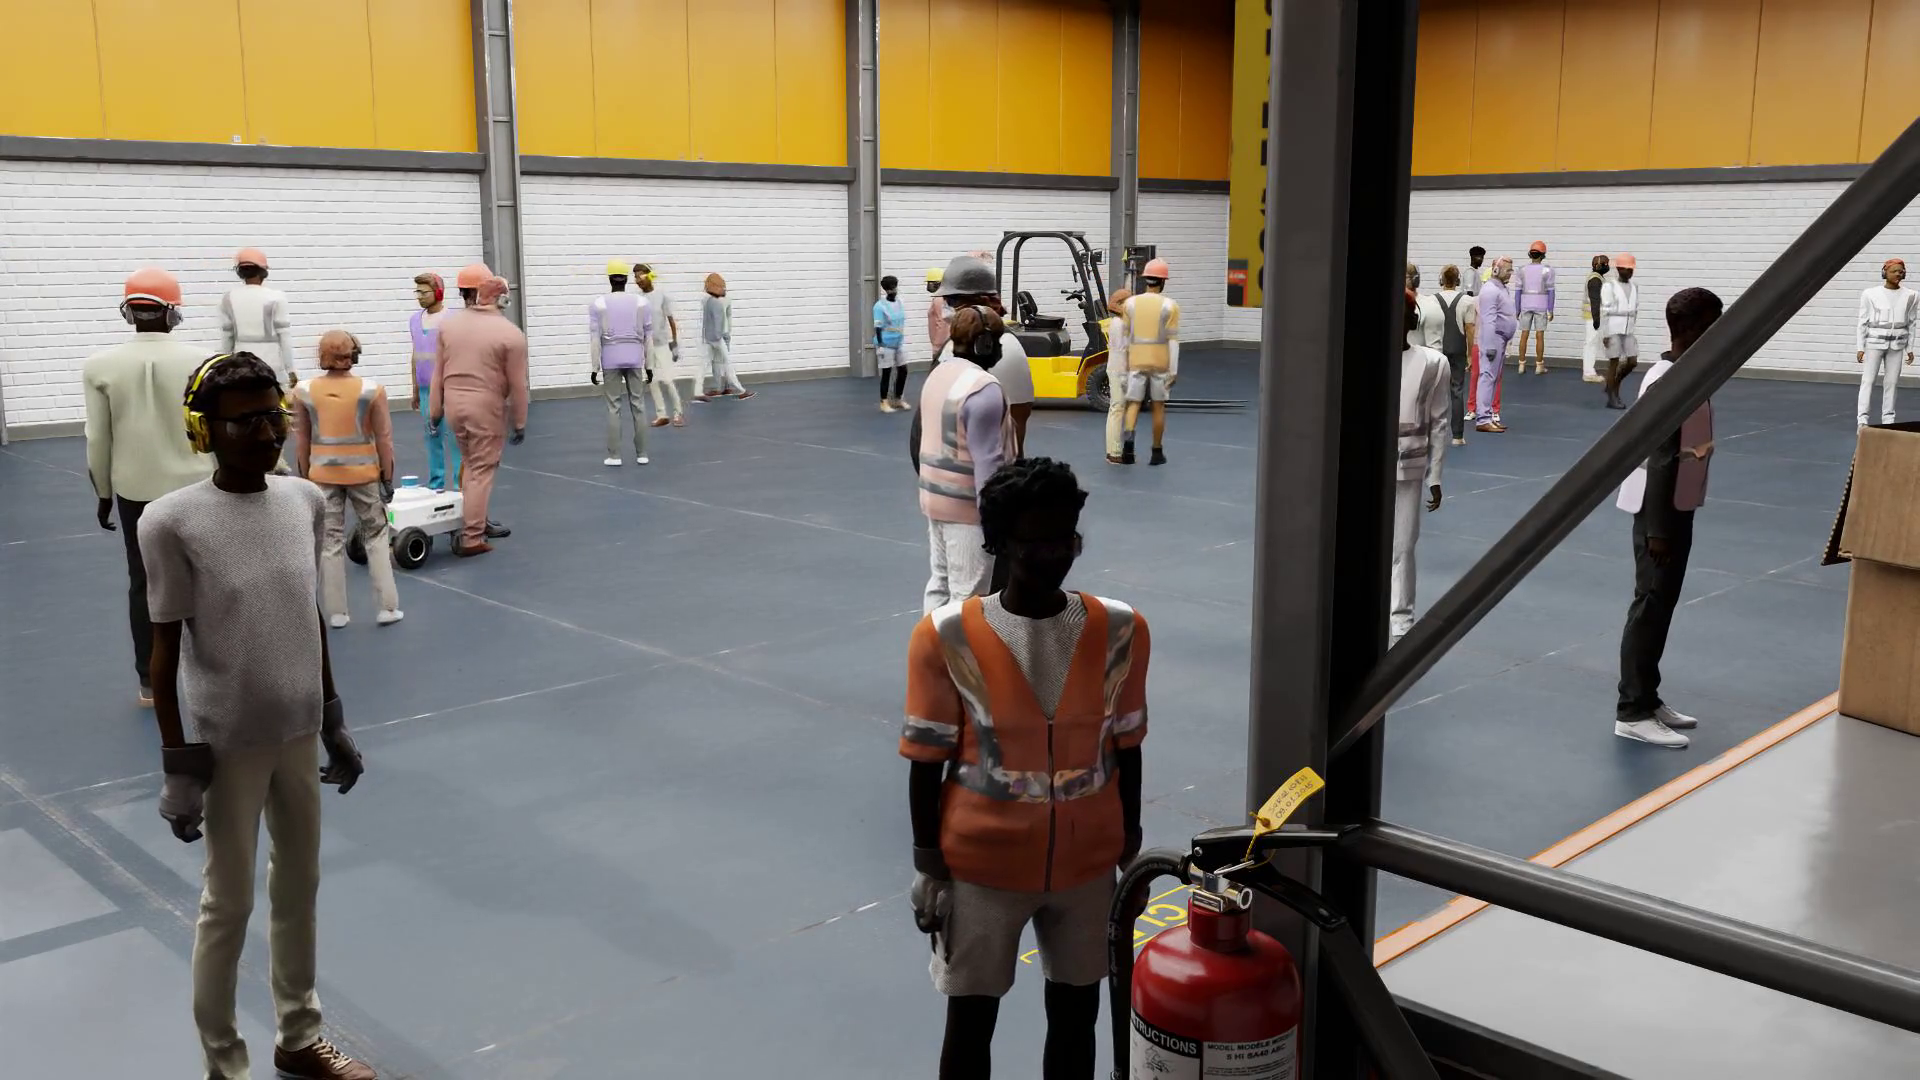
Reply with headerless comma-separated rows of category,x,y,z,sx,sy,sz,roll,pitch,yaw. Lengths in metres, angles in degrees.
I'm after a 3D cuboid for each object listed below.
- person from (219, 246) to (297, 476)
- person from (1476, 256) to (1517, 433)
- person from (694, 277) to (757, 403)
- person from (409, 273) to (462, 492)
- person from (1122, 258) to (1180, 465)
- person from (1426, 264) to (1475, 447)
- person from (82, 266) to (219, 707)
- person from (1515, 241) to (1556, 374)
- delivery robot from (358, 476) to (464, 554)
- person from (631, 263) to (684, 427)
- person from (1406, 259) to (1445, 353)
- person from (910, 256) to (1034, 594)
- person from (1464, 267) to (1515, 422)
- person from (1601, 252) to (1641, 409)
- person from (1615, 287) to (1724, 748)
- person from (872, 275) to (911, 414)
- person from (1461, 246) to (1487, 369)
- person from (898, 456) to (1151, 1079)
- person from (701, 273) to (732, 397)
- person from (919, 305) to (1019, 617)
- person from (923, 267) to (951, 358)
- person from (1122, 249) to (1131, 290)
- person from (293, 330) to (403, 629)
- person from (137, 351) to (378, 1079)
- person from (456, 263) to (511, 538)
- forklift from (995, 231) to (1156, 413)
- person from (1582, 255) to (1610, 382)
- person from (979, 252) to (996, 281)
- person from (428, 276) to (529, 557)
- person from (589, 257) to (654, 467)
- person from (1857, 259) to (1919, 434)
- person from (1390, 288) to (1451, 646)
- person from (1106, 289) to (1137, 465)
person,-6.063,-1.516,14.434,0.638,2.030,0.417,1,10,3
person,5.843,-2.126,18.121,0.405,1.903,0.636,5,11,25
person,-3.049,-2.552,21.271,0.841,1.588,0.518,-5,12,-26
person,-4.055,-1.162,13.019,0.572,1.840,0.374,6,12,28
person,1.736,-1.618,15.282,0.570,1.922,0.684,4,11,21
person,4.934,-1.861,16.841,0.504,1.841,0.344,3,11,18
person,-3.606,-0.239,7.571,0.623,1.992,0.396,-3,11,-17
person,8.860,-3.578,25.648,0.608,2.044,0.370,7,12,32
delivery robot,-3.593,-0.176,10.901,0.477,0.478,0.707,5,12,25
person,-3.397,-2.155,18.477,0.553,1.832,0.450,4,11,20
person,3.533,-1.257,13.276,0.377,1.940,0.628,-10,14,-43
person,0.022,-0.347,8.034,0.537,2.000,0.689,-5,12,-27
person,6.074,-2.238,19.094,0.525,1.769,0.327,5,11,24
person,8.116,-2.568,20.469,0.553,1.922,0.441,-3,11,-14
person,2.988,-0.104,7.048,0.374,1.916,0.596,6,12,30
person,-0.832,-2.332,19.872,0.405,1.659,0.580,10,14,42
person,8.123,-3.680,26.429,0.369,1.959,0.600,3,11,18
person,0.143,0.667,3.442,0.541,1.697,0.316,-3,11,-14
person,-3.230,-2.720,22.083,0.285,1.633,0.501,9,14,40
person,0.036,-0.122,7.419,0.431,1.833,0.643,-4,11,-20
person,-0.252,-2.213,18.964,0.331,1.768,0.526,1,10,4
person,2.804,-3.751,26.916,0.383,1.923,0.590,-1,10,-5
person,-3.326,-0.320,9.024,0.523,1.633,0.345,-1,10,-7
person,-1.664,0.484,3.973,0.312,1.869,0.536,5,12,27
person,-3.408,-0.986,11.801,0.376,1.935,0.550,-5,11,-25
forklift,1.222,-2.721,20.561,2.313,2.155,1.214,2,11,13
person,9.345,-3.248,24.403,0.429,1.844,0.621,4,11,19
person,0.275,-3.522,25.830,0.747,1.876,0.419,-2,11,-9
person,-3.194,-0.836,11.195,0.692,1.862,0.659,4,11,20
person,-3.136,-1.641,15.403,0.594,1.924,0.382,-5,11,-24
person,9.892,-2.054,17.773,0.576,1.884,0.354,2,11,10
person,2.146,-0.330,8.373,0.575,1.884,0.355,2,11,12
person,1.511,-1.527,15.580,0.281,1.633,0.500,0,10,0
